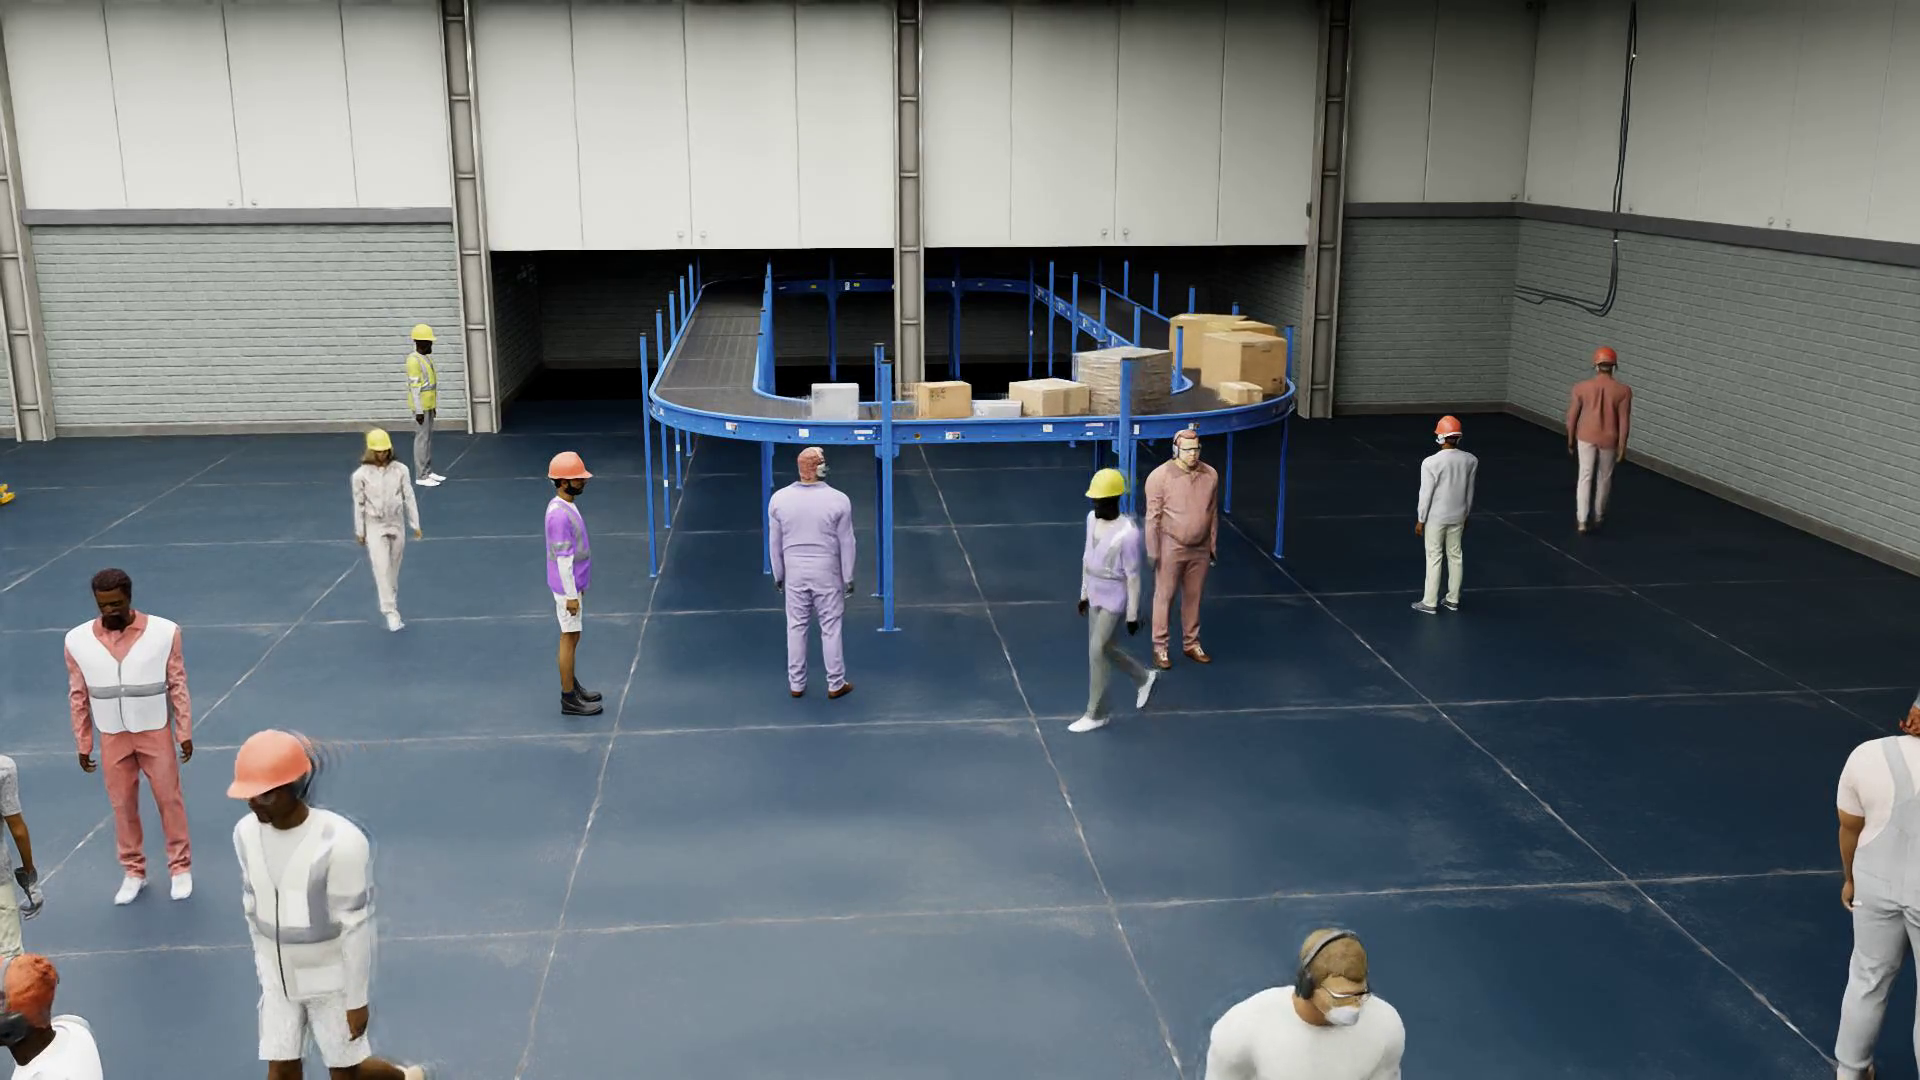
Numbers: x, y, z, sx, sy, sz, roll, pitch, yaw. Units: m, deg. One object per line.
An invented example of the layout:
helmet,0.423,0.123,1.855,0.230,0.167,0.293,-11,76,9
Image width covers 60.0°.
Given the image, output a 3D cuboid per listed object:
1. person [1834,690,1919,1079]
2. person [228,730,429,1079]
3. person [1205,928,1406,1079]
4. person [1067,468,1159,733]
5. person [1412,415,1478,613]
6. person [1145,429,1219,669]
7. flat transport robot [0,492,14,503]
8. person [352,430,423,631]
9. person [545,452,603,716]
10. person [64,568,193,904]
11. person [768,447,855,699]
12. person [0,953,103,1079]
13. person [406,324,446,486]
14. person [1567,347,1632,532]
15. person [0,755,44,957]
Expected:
person,4.143,1.502,7.144,0.535,2.000,0.674,-11,18,-38
person,-2.511,1.664,6.551,0.613,2.019,0.780,5,15,18
person,1.075,2.030,5.441,0.638,1.858,1.101,-5,15,-17
person,1.110,0.404,11.810,0.730,1.904,0.591,-6,15,-23
person,4.254,-0.225,14.639,0.563,1.752,0.327,-6,15,-21
person,1.774,0.066,13.164,0.651,1.907,0.409,-6,15,-22
flat transport robot,-11.096,-0.397,18.334,0.652,0.197,1.431,-1,14,-6
person,-4.840,-0.081,14.161,0.492,1.710,0.841,-12,19,-40
person,-2.821,0.312,12.117,0.354,1.939,0.544,-3,14,-11
person,-4.555,1.065,9.173,0.597,1.908,0.409,-4,15,-15
person,-1.089,0.249,12.439,0.644,1.904,0.399,2,14,10
person,-2.702,2.109,5.033,0.337,1.882,0.584,-5,15,-20
person,-6.368,-1.612,19.833,0.382,1.924,0.594,-1,14,-3
person,6.758,-1.067,17.648,0.627,1.938,1.087,7,16,26
person,-4.367,1.536,7.358,0.535,1.868,0.309,-5,15,-20
